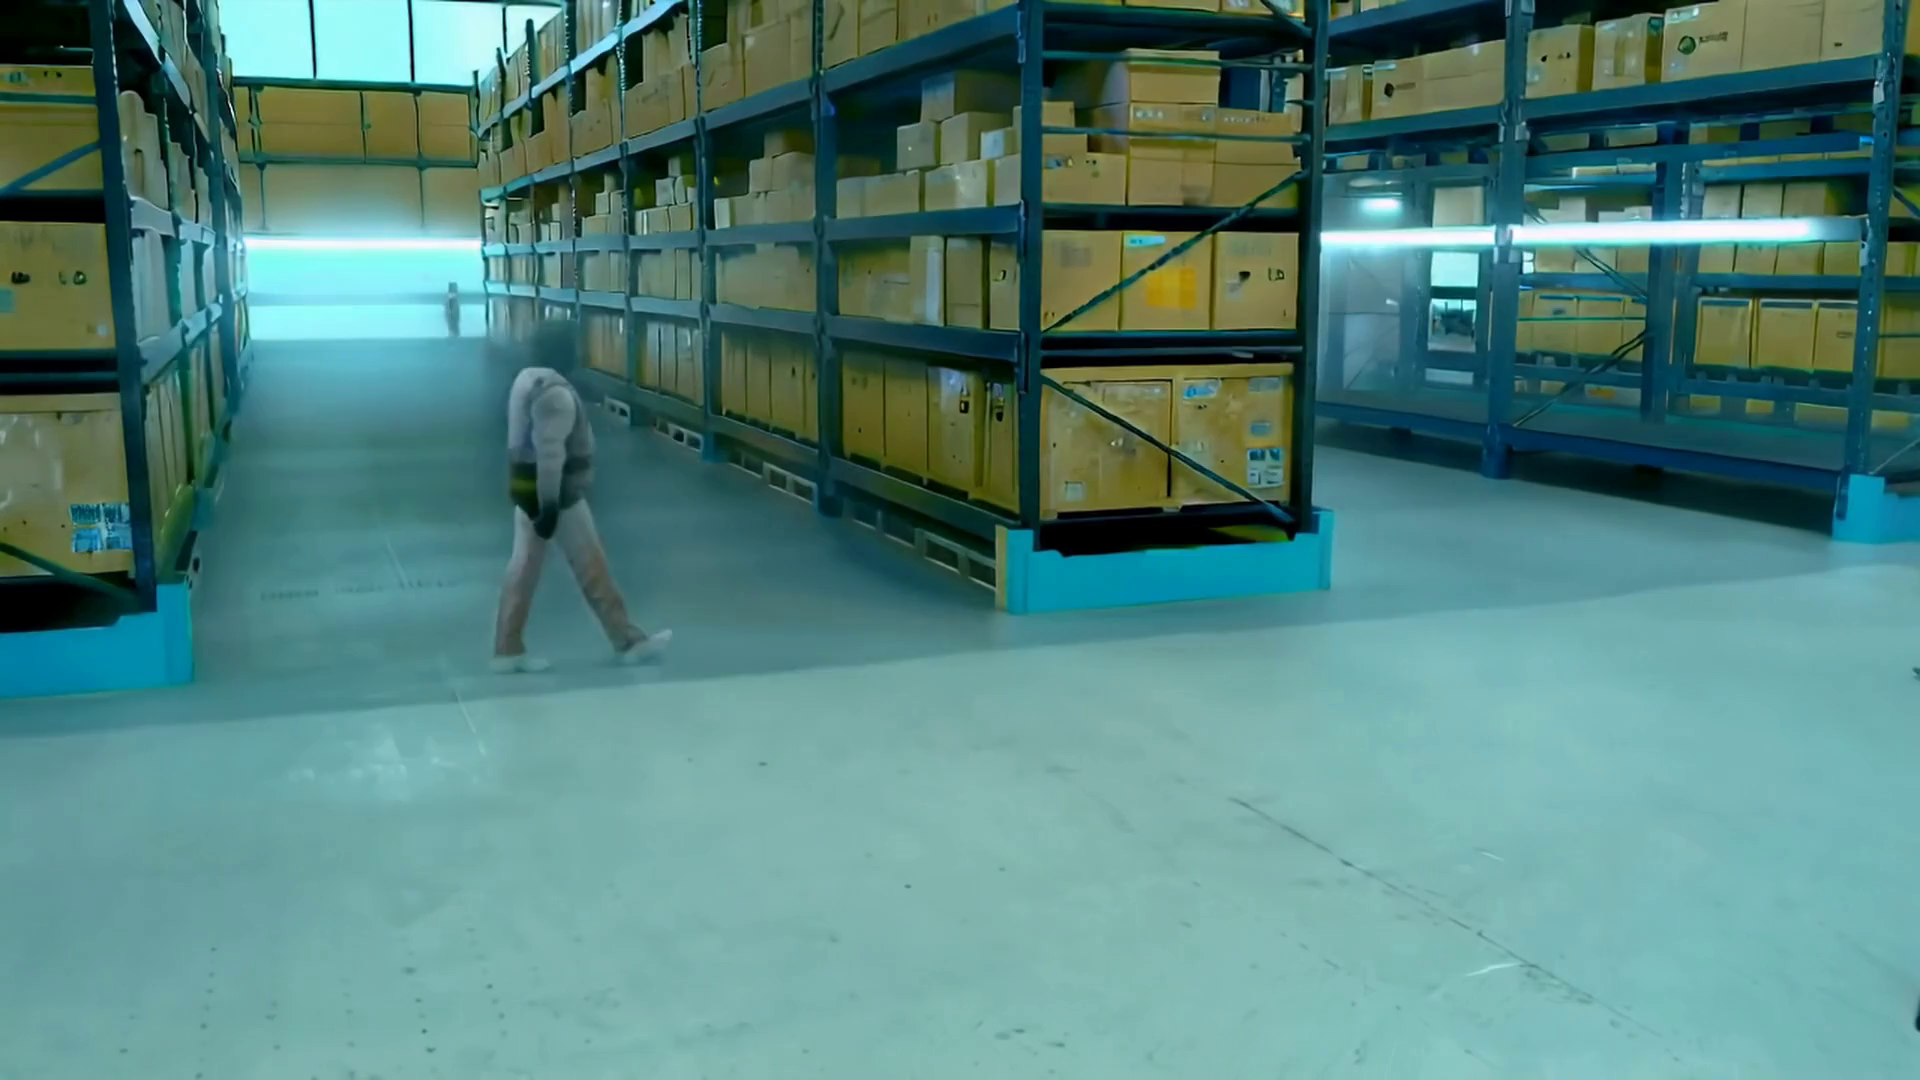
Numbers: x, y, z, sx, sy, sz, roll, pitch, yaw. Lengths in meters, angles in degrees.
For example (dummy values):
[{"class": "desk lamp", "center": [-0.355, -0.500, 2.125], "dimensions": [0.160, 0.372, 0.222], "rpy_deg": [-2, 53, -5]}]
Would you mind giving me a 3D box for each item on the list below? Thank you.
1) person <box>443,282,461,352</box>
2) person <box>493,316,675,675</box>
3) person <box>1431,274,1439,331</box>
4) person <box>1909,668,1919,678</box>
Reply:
[{"class": "person", "center": [-11.680, -5.130, 38.314], "dimensions": [0.365, 1.625, 0.550], "rpy_deg": [-8, 12, -38]}, {"class": "person", "center": [-1.955, -0.218, 8.408], "dimensions": [0.928, 1.793, 0.635], "rpy_deg": [-6, 11, -31]}, {"class": "person", "center": [13.983, -7.024, 49.426], "dimensions": [0.851, 1.704, 0.555], "rpy_deg": [-7, 12, -36]}, {"class": "person", "center": [4.980, -0.205, 8.013], "dimensions": [0.399, 1.905, 0.643], "rpy_deg": [-2, 10, -12]}]
